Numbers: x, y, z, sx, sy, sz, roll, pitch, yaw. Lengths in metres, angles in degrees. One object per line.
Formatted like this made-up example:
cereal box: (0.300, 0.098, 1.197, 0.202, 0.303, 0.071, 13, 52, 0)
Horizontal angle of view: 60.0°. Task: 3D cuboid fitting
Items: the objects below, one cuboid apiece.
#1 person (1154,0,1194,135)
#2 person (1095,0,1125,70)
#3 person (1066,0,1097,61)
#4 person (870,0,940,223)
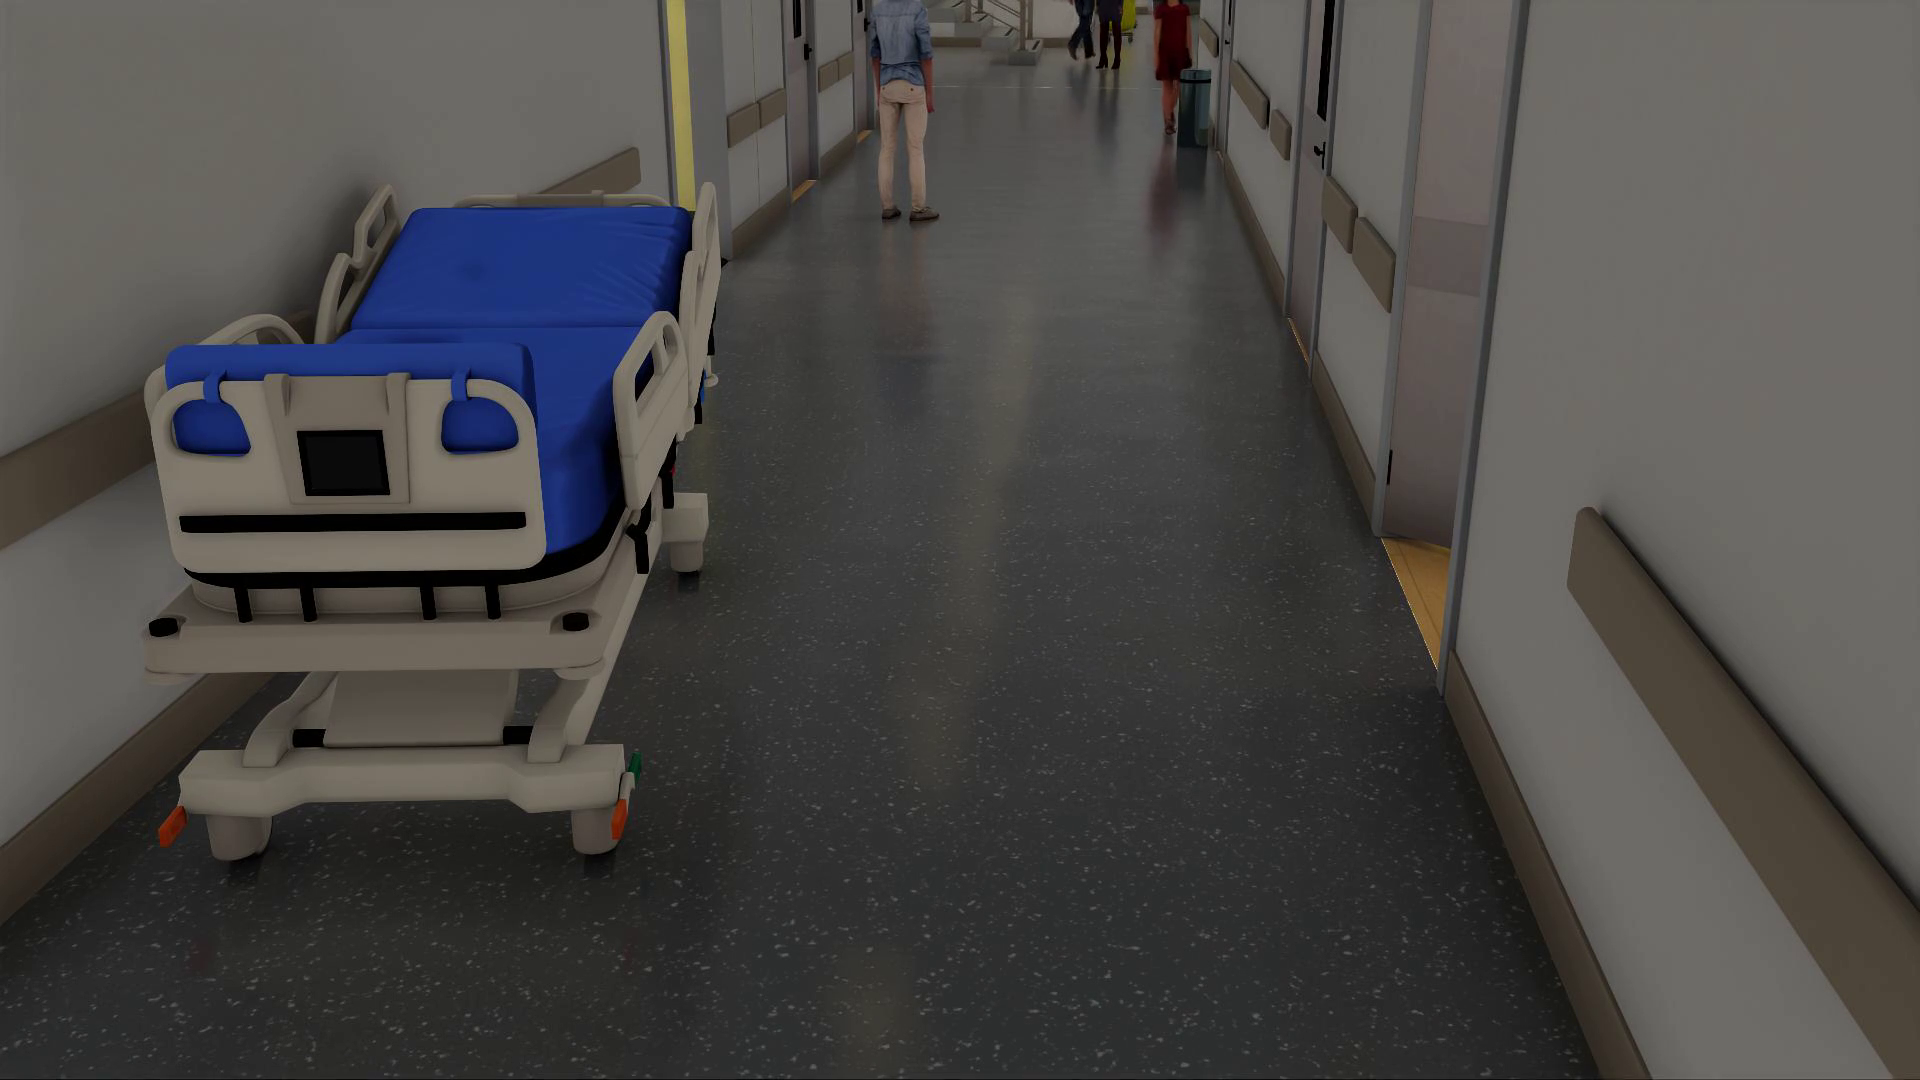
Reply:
person: (2.158, -4.940, 16.918, 0.851, 1.539, 0.796, -5, 21, -12)
person: (2.161, -7.630, 23.789, 0.614, 1.710, 0.728, 14, 25, 33)
person: (1.812, -8.103, 24.893, 1.270, 1.812, 1.080, 11, 24, 28)
person: (-0.419, -3.269, 12.080, 0.627, 1.848, 0.780, 10, 23, 25)
